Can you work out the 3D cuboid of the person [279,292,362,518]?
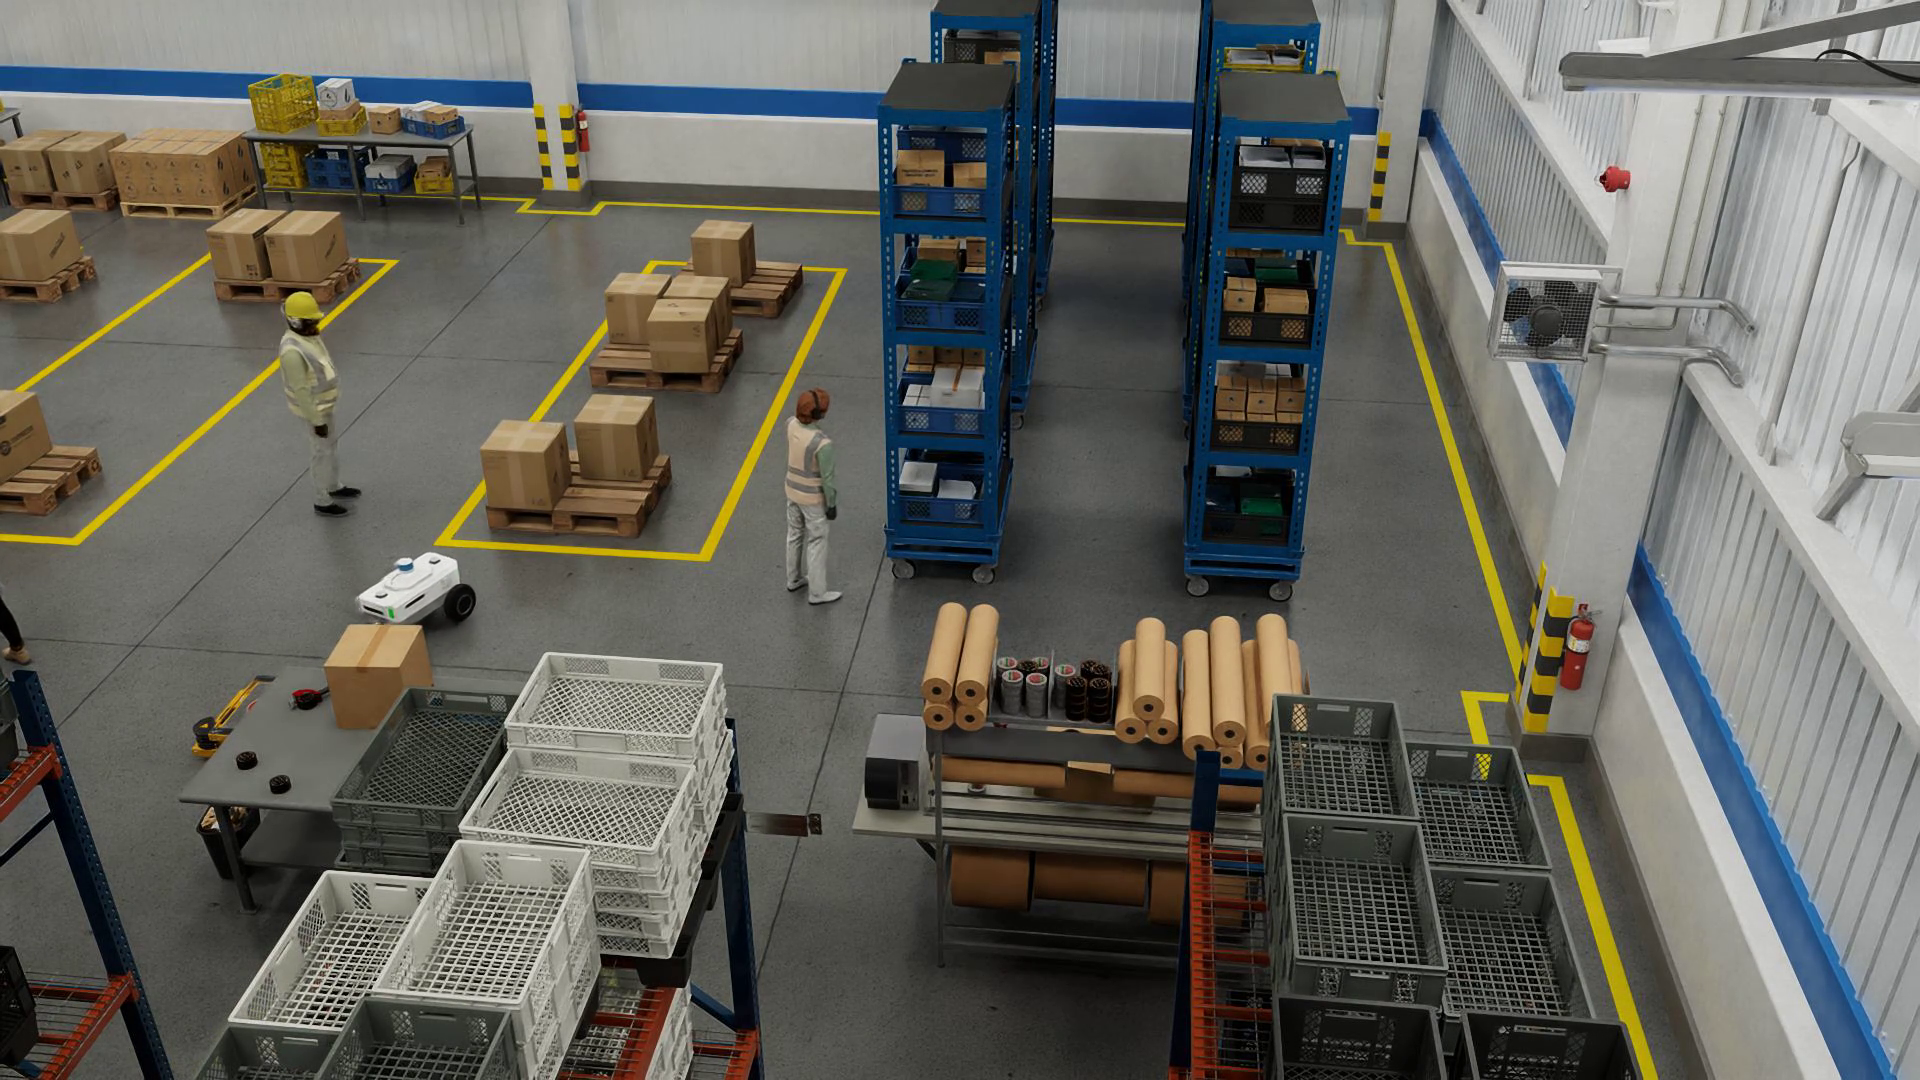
[{"bbox_3d":[-5.003,-1.064,12.954,0.404,1.825,0.630,-4,30,-7],"label":"person"}]

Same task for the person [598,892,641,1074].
[{"bbox_3d":[-1.506,2.231,7.279,0.540,1.831,0.635,3,30,6],"label":"person"}]

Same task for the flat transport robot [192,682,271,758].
[{"bbox_3d":[-4.089,1.163,10.648,1.431,0.197,0.652,3,30,6],"label":"flat transport robot"}]

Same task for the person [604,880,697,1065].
[{"bbox_3d":[-1.543,1.766,7.976,0.627,1.932,0.361,-6,31,-10],"label":"person"}]

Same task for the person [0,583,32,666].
[{"bbox_3d":[-6.611,0.175,10.953,0.322,1.690,0.547,13,33,21],"label":"person"}]

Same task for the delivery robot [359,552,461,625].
[{"bbox_3d":[-3.856,0.354,11.667,0.477,0.478,0.707,15,33,24],"label":"delivery robot"}]

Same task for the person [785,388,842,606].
[{"bbox_3d":[-1.066,-0.316,11.851,0.327,1.630,0.521,-22,37,-32],"label":"person"}]
